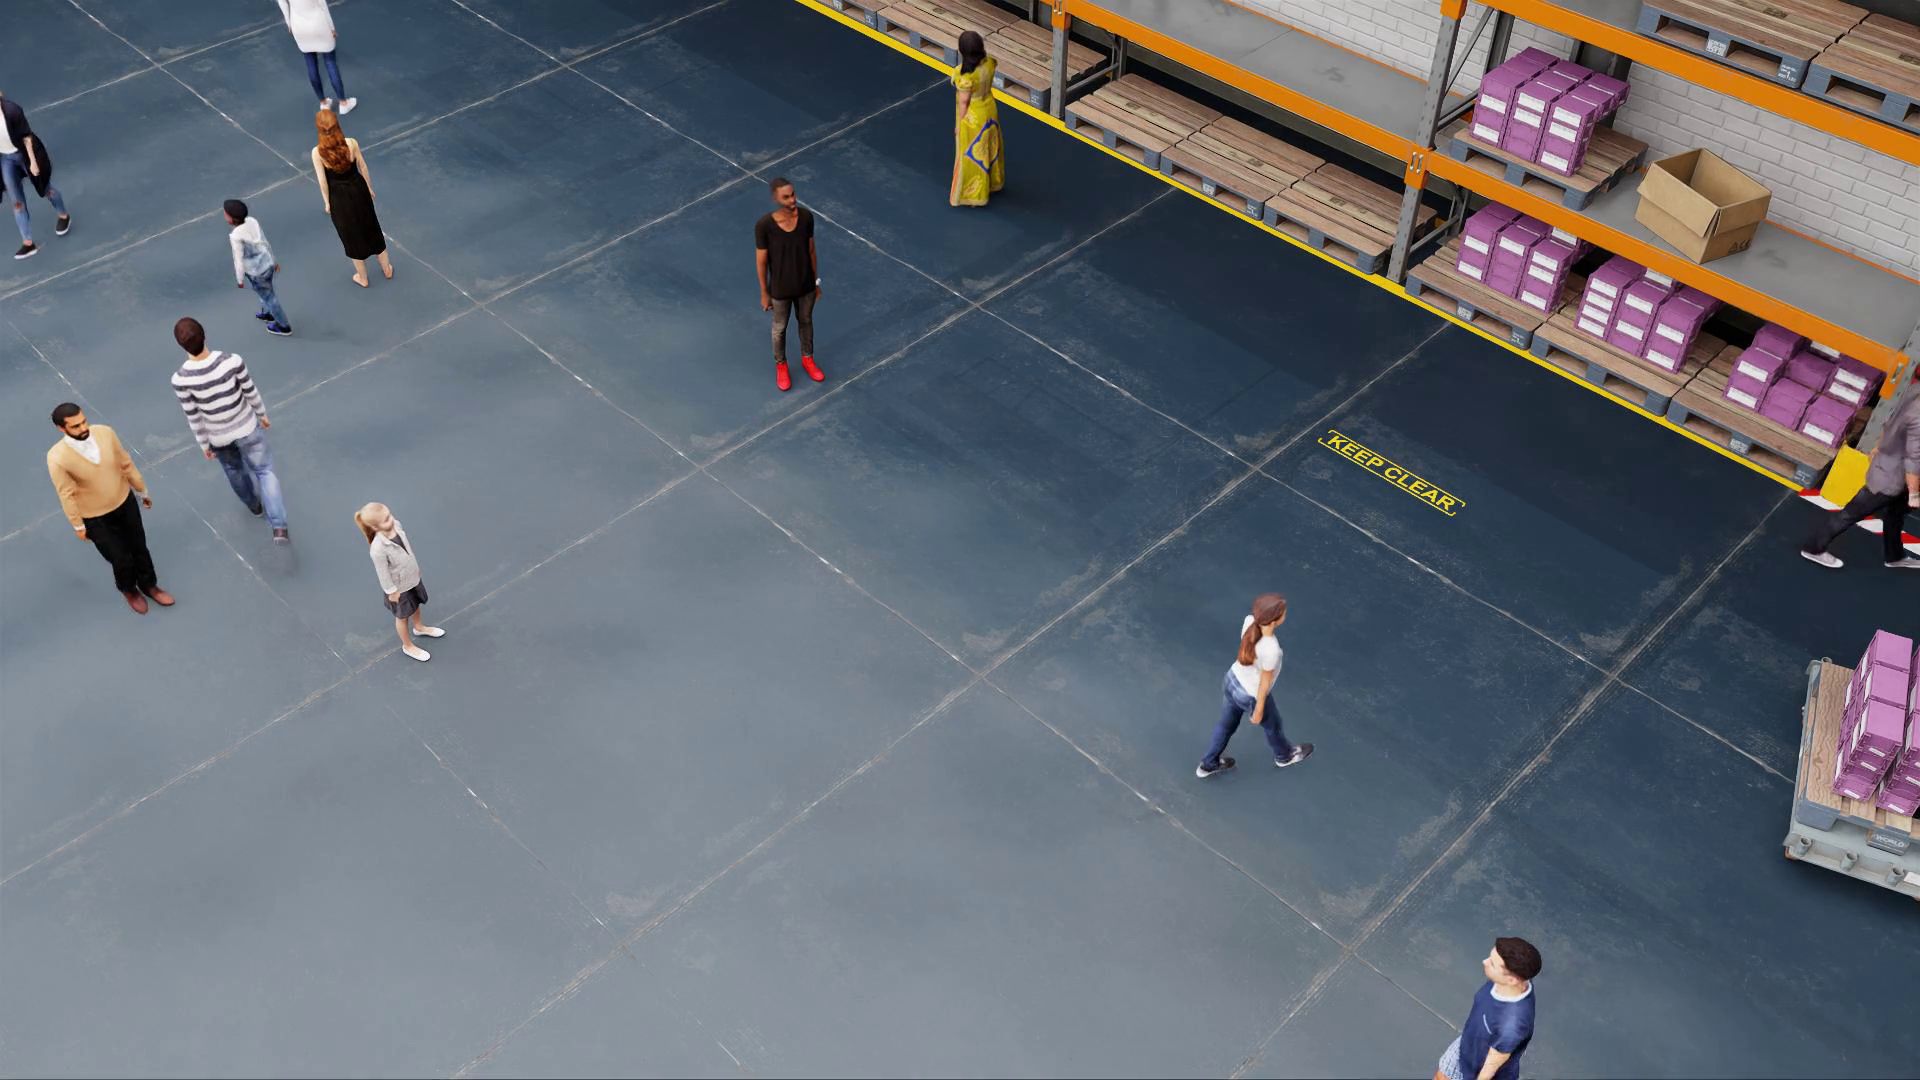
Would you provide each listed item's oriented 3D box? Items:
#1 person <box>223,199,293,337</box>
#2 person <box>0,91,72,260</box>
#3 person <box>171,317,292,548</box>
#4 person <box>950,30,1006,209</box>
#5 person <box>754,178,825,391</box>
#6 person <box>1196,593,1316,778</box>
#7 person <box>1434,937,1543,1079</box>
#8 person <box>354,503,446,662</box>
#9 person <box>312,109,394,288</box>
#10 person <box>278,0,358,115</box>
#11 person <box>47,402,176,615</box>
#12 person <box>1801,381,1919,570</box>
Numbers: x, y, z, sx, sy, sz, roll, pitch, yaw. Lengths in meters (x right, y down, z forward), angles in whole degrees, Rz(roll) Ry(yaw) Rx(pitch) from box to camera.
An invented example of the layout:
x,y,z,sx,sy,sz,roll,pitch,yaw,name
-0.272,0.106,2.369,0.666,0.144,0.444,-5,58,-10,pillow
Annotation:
x,y,z,sx,sy,sz,roll,pitch,yaw,name
-5.671,-2.212,13.535,0.728,1.247,0.653,9,44,9,person
-8.117,-3.347,14.435,1.009,1.648,1.058,1,44,1,person
-5.027,-0.712,11.543,0.905,1.823,1.213,-19,47,-19,person
0.132,-3.778,14.881,0.830,1.658,0.899,26,49,25,person
-1.318,-2.007,12.917,0.713,1.803,0.662,-17,46,-17,person
1.685,0.922,10.040,0.878,1.530,0.990,-14,45,-14,person
2.644,2.553,8.114,1.045,1.825,0.926,8,44,8,person
-3.693,0.243,10.939,0.642,1.274,0.596,9,44,9,person
-5.126,-2.866,13.948,0.611,1.624,0.610,-26,49,-25,person
-6.260,-4.926,16.000,0.687,1.776,0.756,2,44,2,person
-5.732,-0.233,11.095,0.698,1.747,0.736,23,48,22,person
6.245,-0.495,11.318,1.122,1.819,0.868,22,48,21,person
